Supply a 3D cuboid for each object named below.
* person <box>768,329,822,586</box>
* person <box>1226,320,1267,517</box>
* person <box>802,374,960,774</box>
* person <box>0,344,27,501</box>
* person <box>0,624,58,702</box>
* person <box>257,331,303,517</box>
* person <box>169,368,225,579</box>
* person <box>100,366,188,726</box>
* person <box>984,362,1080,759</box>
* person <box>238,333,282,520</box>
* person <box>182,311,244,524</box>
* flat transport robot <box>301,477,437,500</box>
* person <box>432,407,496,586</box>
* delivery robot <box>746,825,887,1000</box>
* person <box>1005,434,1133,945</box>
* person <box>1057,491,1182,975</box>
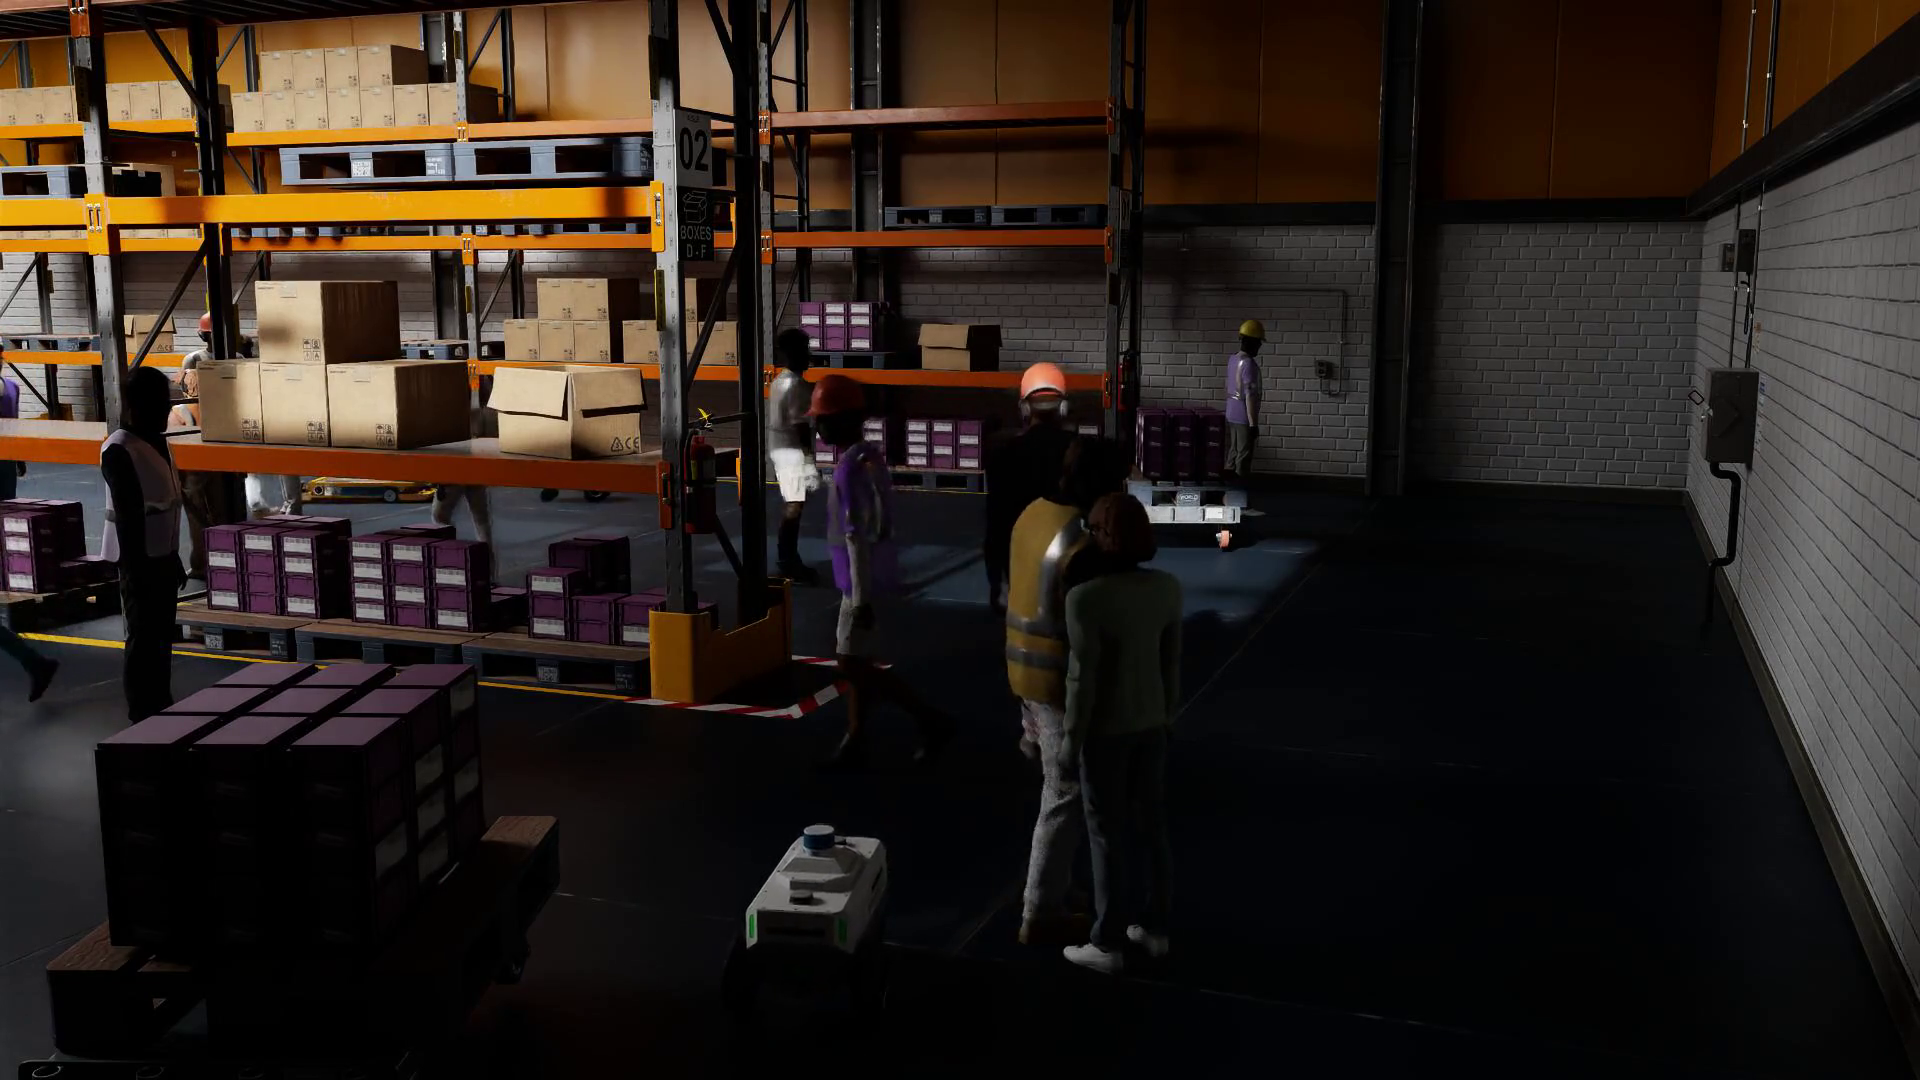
[{"bbox_3d":[-1.286,-0.623,12.727,0.397,1.939,0.697,-3,10,-19],"label":"person"},{"bbox_3d":[2.806,-1.190,16.320,0.380,1.917,0.586,-2,9,-10],"label":"person"},{"bbox_3d":[-0.384,0.183,7.723,0.666,1.914,0.560,1,9,5],"label":"person"},{"bbox_3d":[-7.717,-0.658,13.240,0.386,1.837,0.566,3,10,20],"label":"person"},{"bbox_3d":[-5.344,0.088,8.854,0.786,1.745,0.530,-3,9,-17],"label":"person"},{"bbox_3d":[-6.382,-1.062,15.622,0.342,1.881,0.579,-4,10,-26],"label":"person"},{"bbox_3d":[-5.924,-0.518,12.964,0.307,1.640,0.520,3,10,20],"label":"person"},{"bbox_3d":[-3.992,0.104,8.190,0.391,1.919,0.593,-1,9,-9],"label":"person"},{"bbox_3d":[0.437,0.151,7.799,0.636,1.960,0.887,-1,9,-5],"label":"person"},{"bbox_3d":[-7.019,-1.102,16.154,0.483,1.809,0.764,-8,12,-40],"label":"person"},{"bbox_3d":[-6.620,-1.031,14.926,0.379,2.041,0.616,5,10,29],"label":"person"},{"bbox_3d":[-6.204,-0.556,17.487,1.431,0.197,0.652,0,9,0],"label":"flat transport robot"},{"bbox_3d":[-3.859,-0.453,12.665,0.809,1.599,0.545,6,11,32],"label":"person"},{"bbox_3d":[-0.457,1.175,5.436,0.477,0.478,0.707,1,9,7],"label":"delivery robot"},{"bbox_3d":[0.399,0.528,5.873,0.510,1.808,0.688,-4,10,-21],"label":"person"},{"bbox_3d":[0.544,0.650,5.651,0.507,1.631,0.266,-7,11,-36],"label":"person"}]
